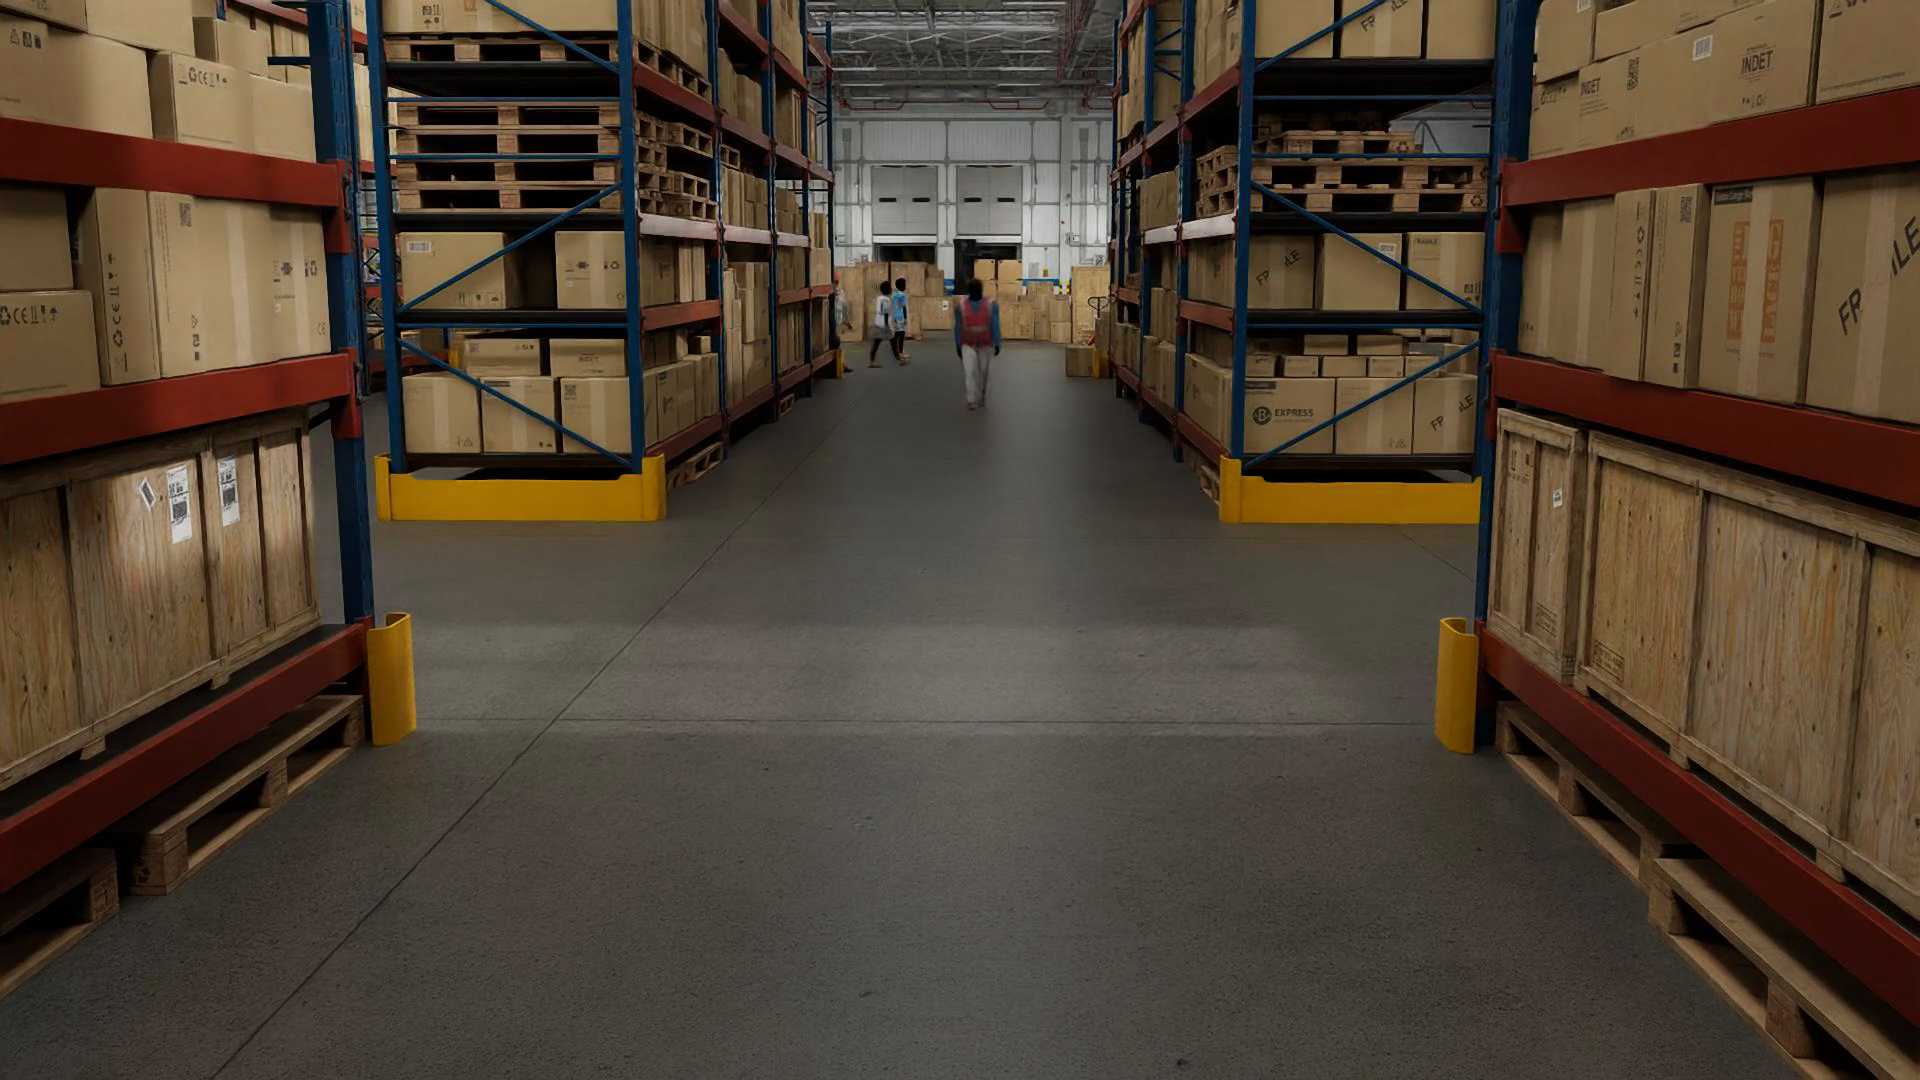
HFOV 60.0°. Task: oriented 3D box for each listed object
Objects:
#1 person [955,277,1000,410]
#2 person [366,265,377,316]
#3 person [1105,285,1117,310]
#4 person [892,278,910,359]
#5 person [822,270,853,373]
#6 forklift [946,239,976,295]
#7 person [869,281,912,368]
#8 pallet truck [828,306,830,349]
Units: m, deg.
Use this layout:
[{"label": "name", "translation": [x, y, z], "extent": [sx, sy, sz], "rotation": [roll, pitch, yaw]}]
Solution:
[{"label": "person", "translation": [0.235, -2.725, 23.058], "extent": [0.624, 1.828, 0.744], "rotation": [0, 9, -1]}, {"label": "person", "translation": [-22.188, -9.402, 62.721], "extent": [0.360, 1.930, 0.586], "rotation": [-6, 11, -33]}, {"label": "person", "translation": [3.570, -5.286, 38.221], "extent": [1.043, 1.884, 0.653], "rotation": [-3, 10, -18]}, {"label": "person", "translation": [-1.253, -4.669, 35.055], "extent": [0.316, 1.698, 0.541], "rotation": [-5, 11, -29]}, {"label": "person", "translation": [-2.385, -4.016, 30.603], "extent": [0.989, 1.895, 0.554], "rotation": [7, 12, 37]}, {"label": "forklift", "translation": [0.147, -8.977, 57.332], "extent": [1.873, 2.768, 1.129], "rotation": [7, 12, 36]}, {"label": "person", "translation": [-1.369, -4.139, 32.018], "extent": [0.848, 1.656, 0.538], "rotation": [-5, 10, -25]}, {"label": "pallet truck", "translation": [-3.100, -3.940, 29.800], "extent": [1.885, 1.965, 0.823], "rotation": [3, 10, 19]}]
